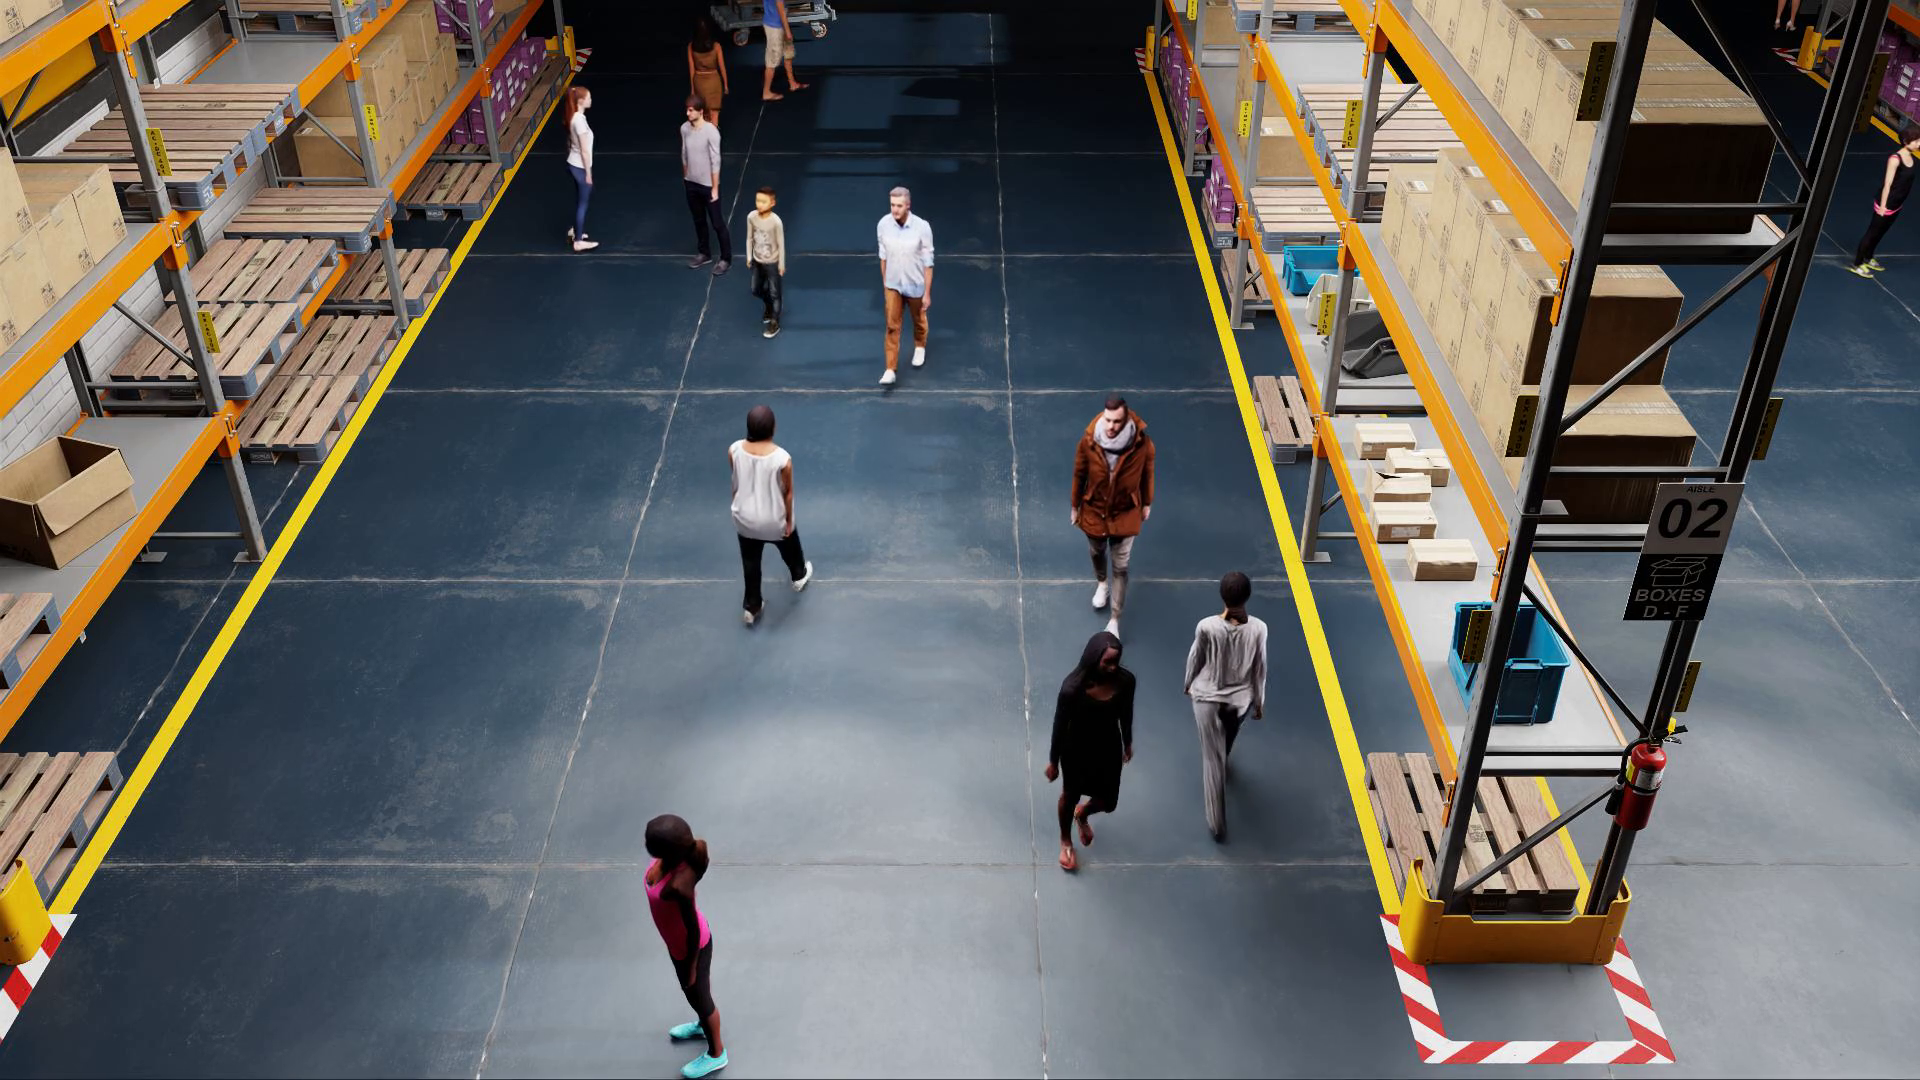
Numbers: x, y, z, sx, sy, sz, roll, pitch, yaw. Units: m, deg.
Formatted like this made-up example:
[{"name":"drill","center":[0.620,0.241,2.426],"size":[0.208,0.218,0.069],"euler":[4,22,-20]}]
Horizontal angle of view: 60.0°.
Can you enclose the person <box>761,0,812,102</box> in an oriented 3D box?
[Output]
[{"name":"person","center":[-2.443,-6.517,21.186],"size":[0.915,1.843,0.982],"euler":[-12,35,-17]}]

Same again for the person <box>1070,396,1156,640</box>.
[{"name":"person","center":[1.077,-0.237,11.781],"size":[0.867,1.796,1.126],"euler":[7,34,10]}]

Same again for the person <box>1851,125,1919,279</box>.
[{"name":"person","center":[9.407,-3.446,16.828],"size":[0.625,1.552,0.675],"euler":[-26,41,-33]}]

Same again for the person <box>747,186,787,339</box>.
[{"name":"person","center":[-1.791,-2.668,15.742],"size":[0.678,1.459,0.751],"euler":[13,36,19]}]

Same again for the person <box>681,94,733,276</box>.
[{"name":"person","center":[-2.577,-3.613,16.819],"size":[0.734,1.841,0.747],"euler":[21,39,28]}]

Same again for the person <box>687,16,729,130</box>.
[{"name":"person","center":[-2.946,-5.227,19.415],"size":[0.573,1.654,1.065],"euler":[1,34,1]}]

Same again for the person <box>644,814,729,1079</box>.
[{"name":"person","center":[-1.378,2.036,8.426],"size":[0.693,1.724,0.580],"euler":[-11,35,-16]}]

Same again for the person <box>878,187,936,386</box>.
[{"name":"person","center":[-0.448,-2.326,14.938],"size":[0.883,1.780,1.205],"euler":[8,34,11]}]

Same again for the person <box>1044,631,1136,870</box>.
[{"name":"person","center":[0.759,1.185,9.722],"size":[0.778,1.707,0.755],"euler":[-6,34,-9]}]

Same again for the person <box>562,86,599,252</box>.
[{"name":"person","center":[-3.993,-3.846,17.283],"size":[0.783,1.716,0.714],"euler":[-19,38,-27]}]

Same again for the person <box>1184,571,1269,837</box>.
[{"name":"person","center":[1.583,1.024,9.943],"size":[0.614,1.730,1.074],"euler":[1,34,2]}]

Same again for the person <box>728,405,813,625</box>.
[{"name":"person","center":[-1.416,-0.153,11.778],"size":[0.862,1.658,1.087],"euler":[10,35,14]}]
